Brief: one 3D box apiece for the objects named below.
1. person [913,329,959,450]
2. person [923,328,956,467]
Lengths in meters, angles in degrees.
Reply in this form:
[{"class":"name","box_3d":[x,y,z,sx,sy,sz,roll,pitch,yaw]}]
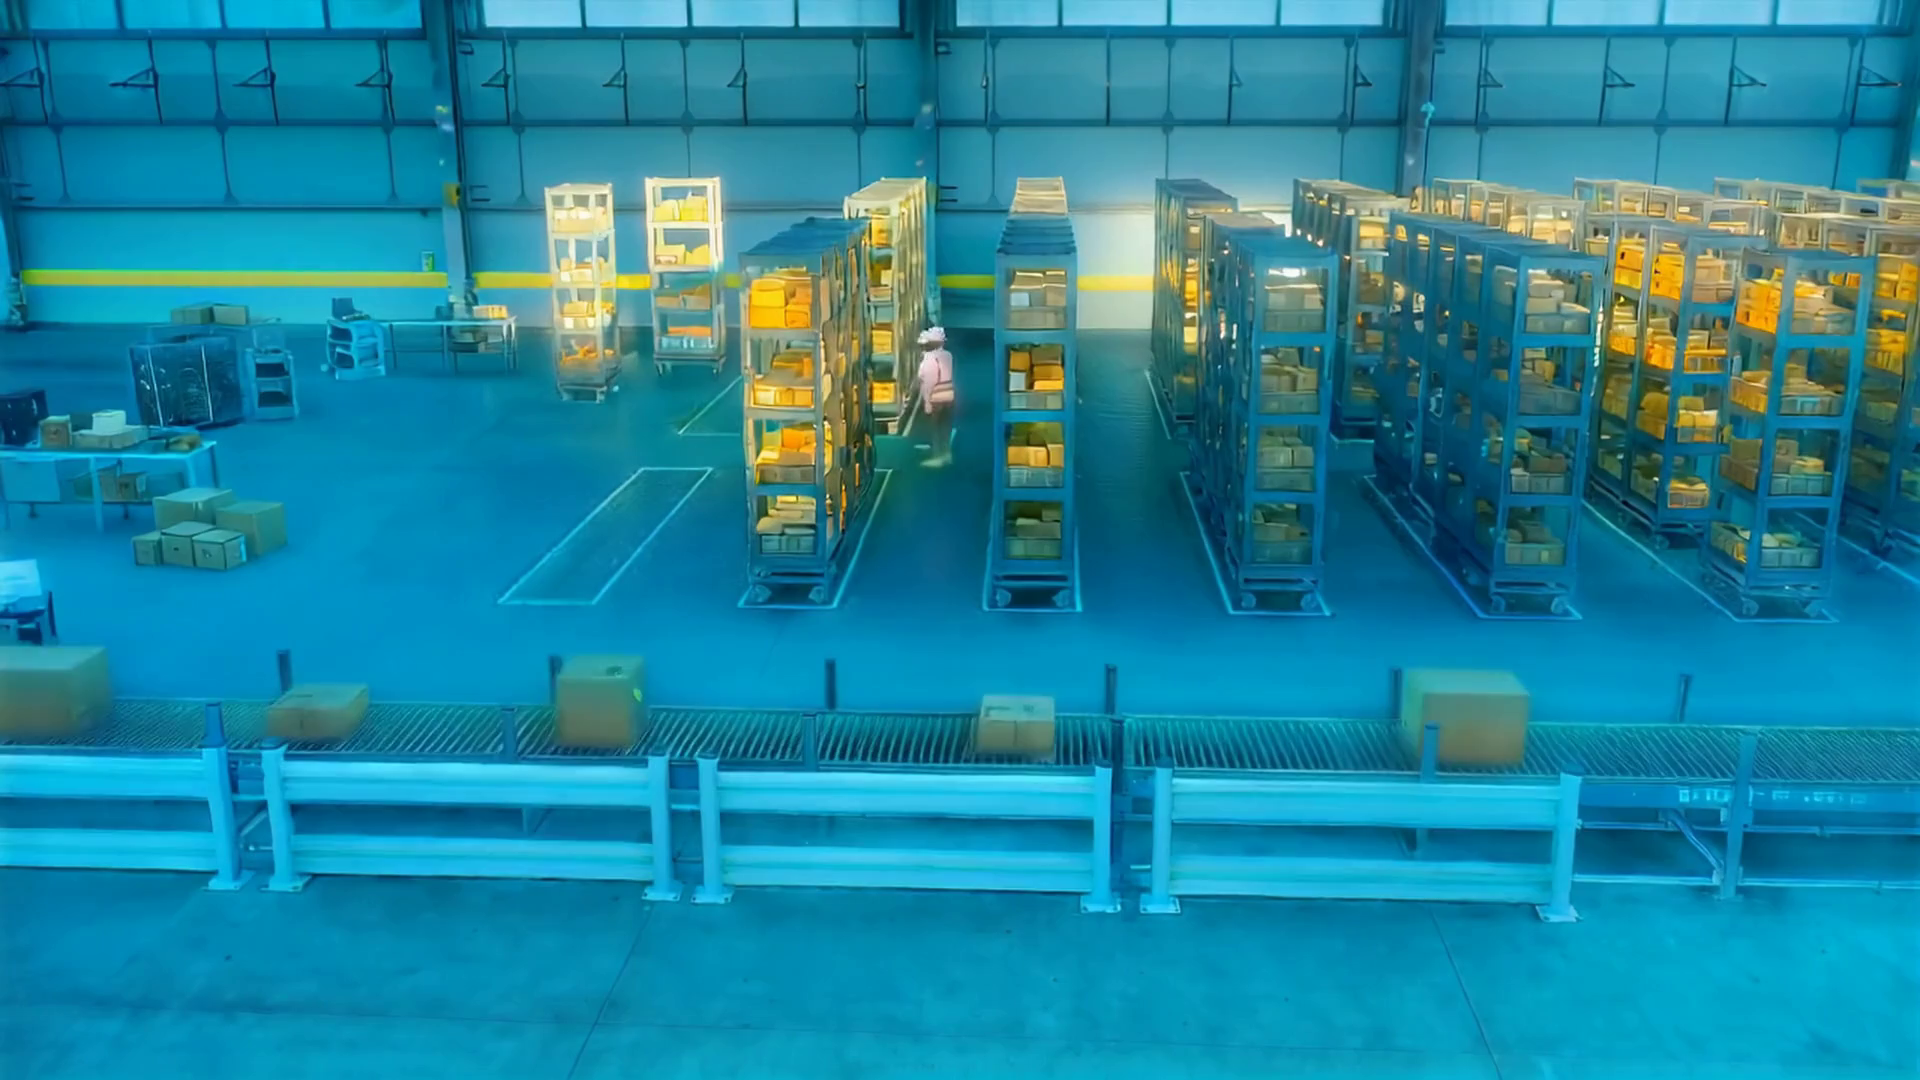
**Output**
[{"class":"person","box_3d":[-0.362,-2.162,24.143,0.592,1.807,0.603,1,15,2]},{"class":"person","box_3d":[-0.295,-1.992,23.249,0.390,1.945,0.603,9,18,31]}]
